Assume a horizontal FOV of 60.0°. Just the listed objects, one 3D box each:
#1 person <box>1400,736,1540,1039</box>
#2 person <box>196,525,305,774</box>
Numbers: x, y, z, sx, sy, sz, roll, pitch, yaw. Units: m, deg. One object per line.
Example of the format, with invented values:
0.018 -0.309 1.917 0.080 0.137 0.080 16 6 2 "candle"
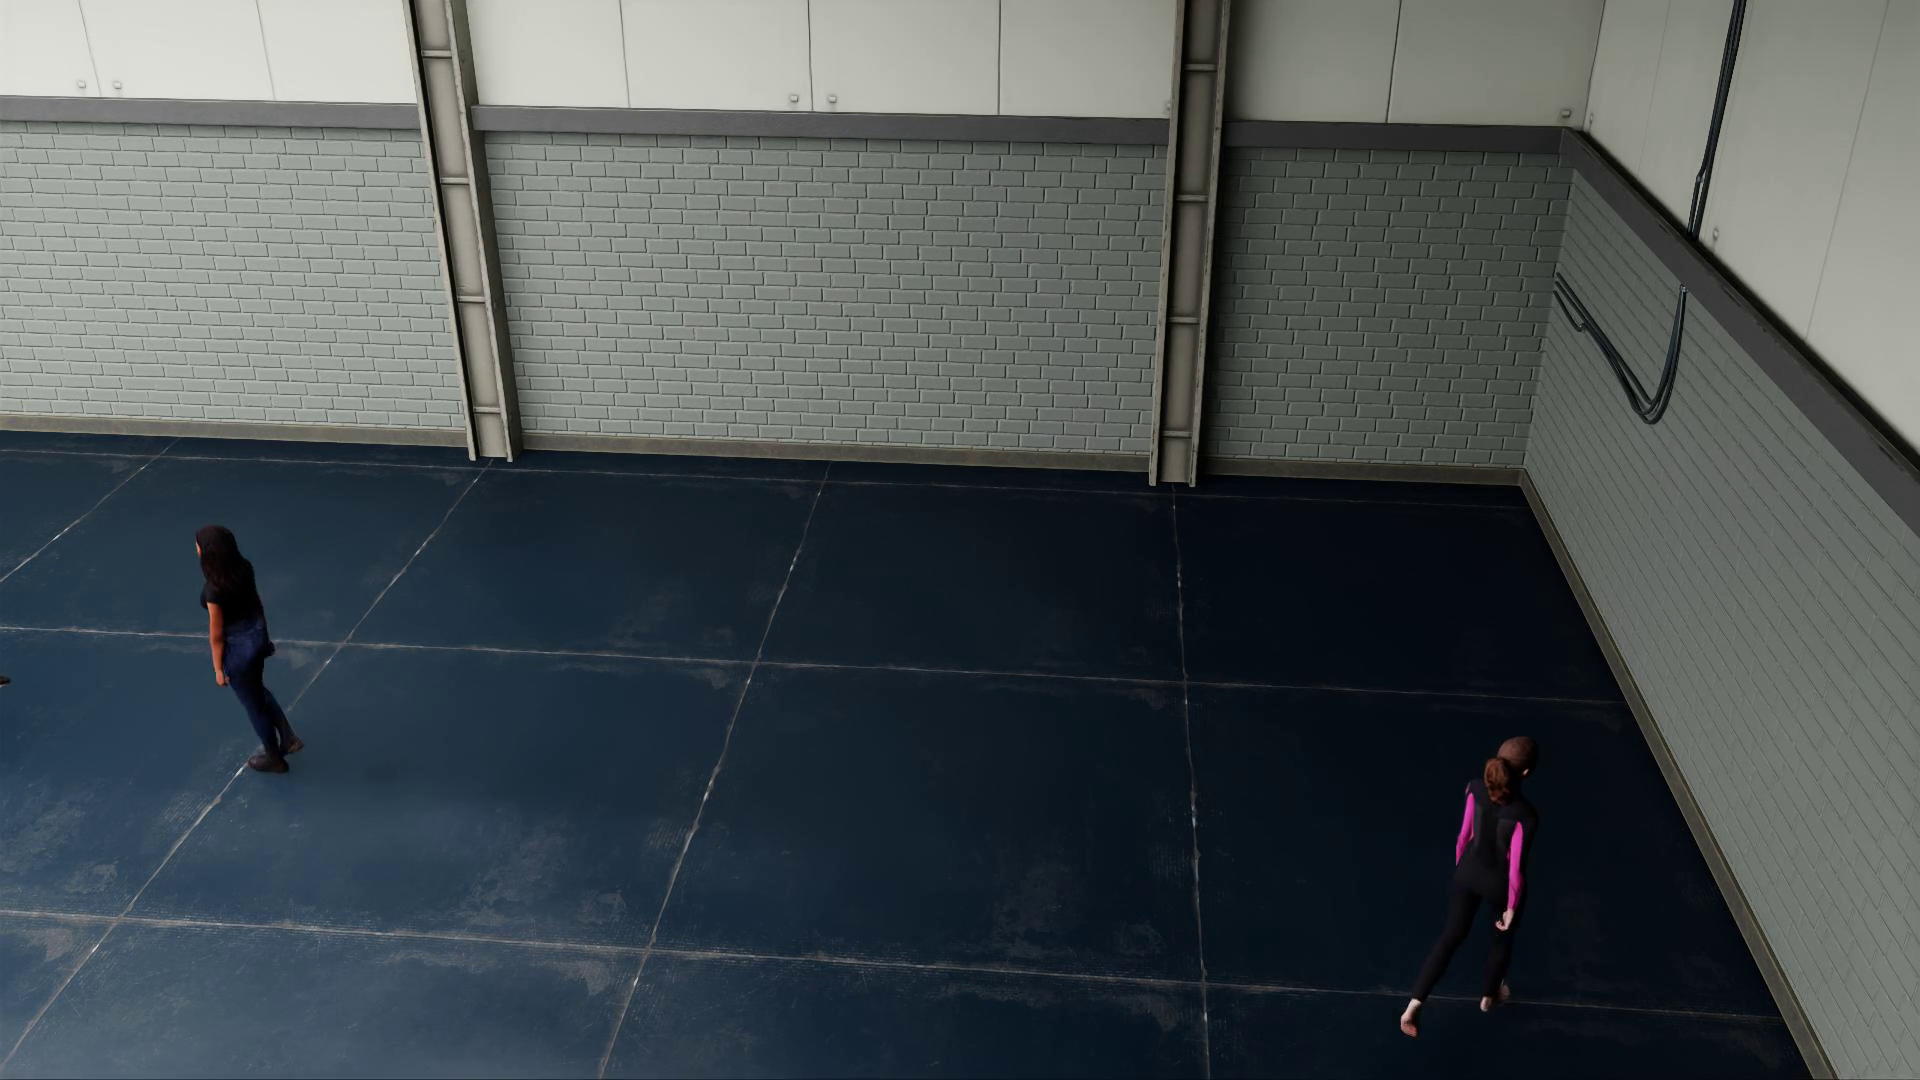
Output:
2.523 1.722 8.135 1.055 1.720 1.036 -23 35 -37 "person"
-4.267 0.695 10.119 0.651 1.731 0.621 6 28 11 "person"
